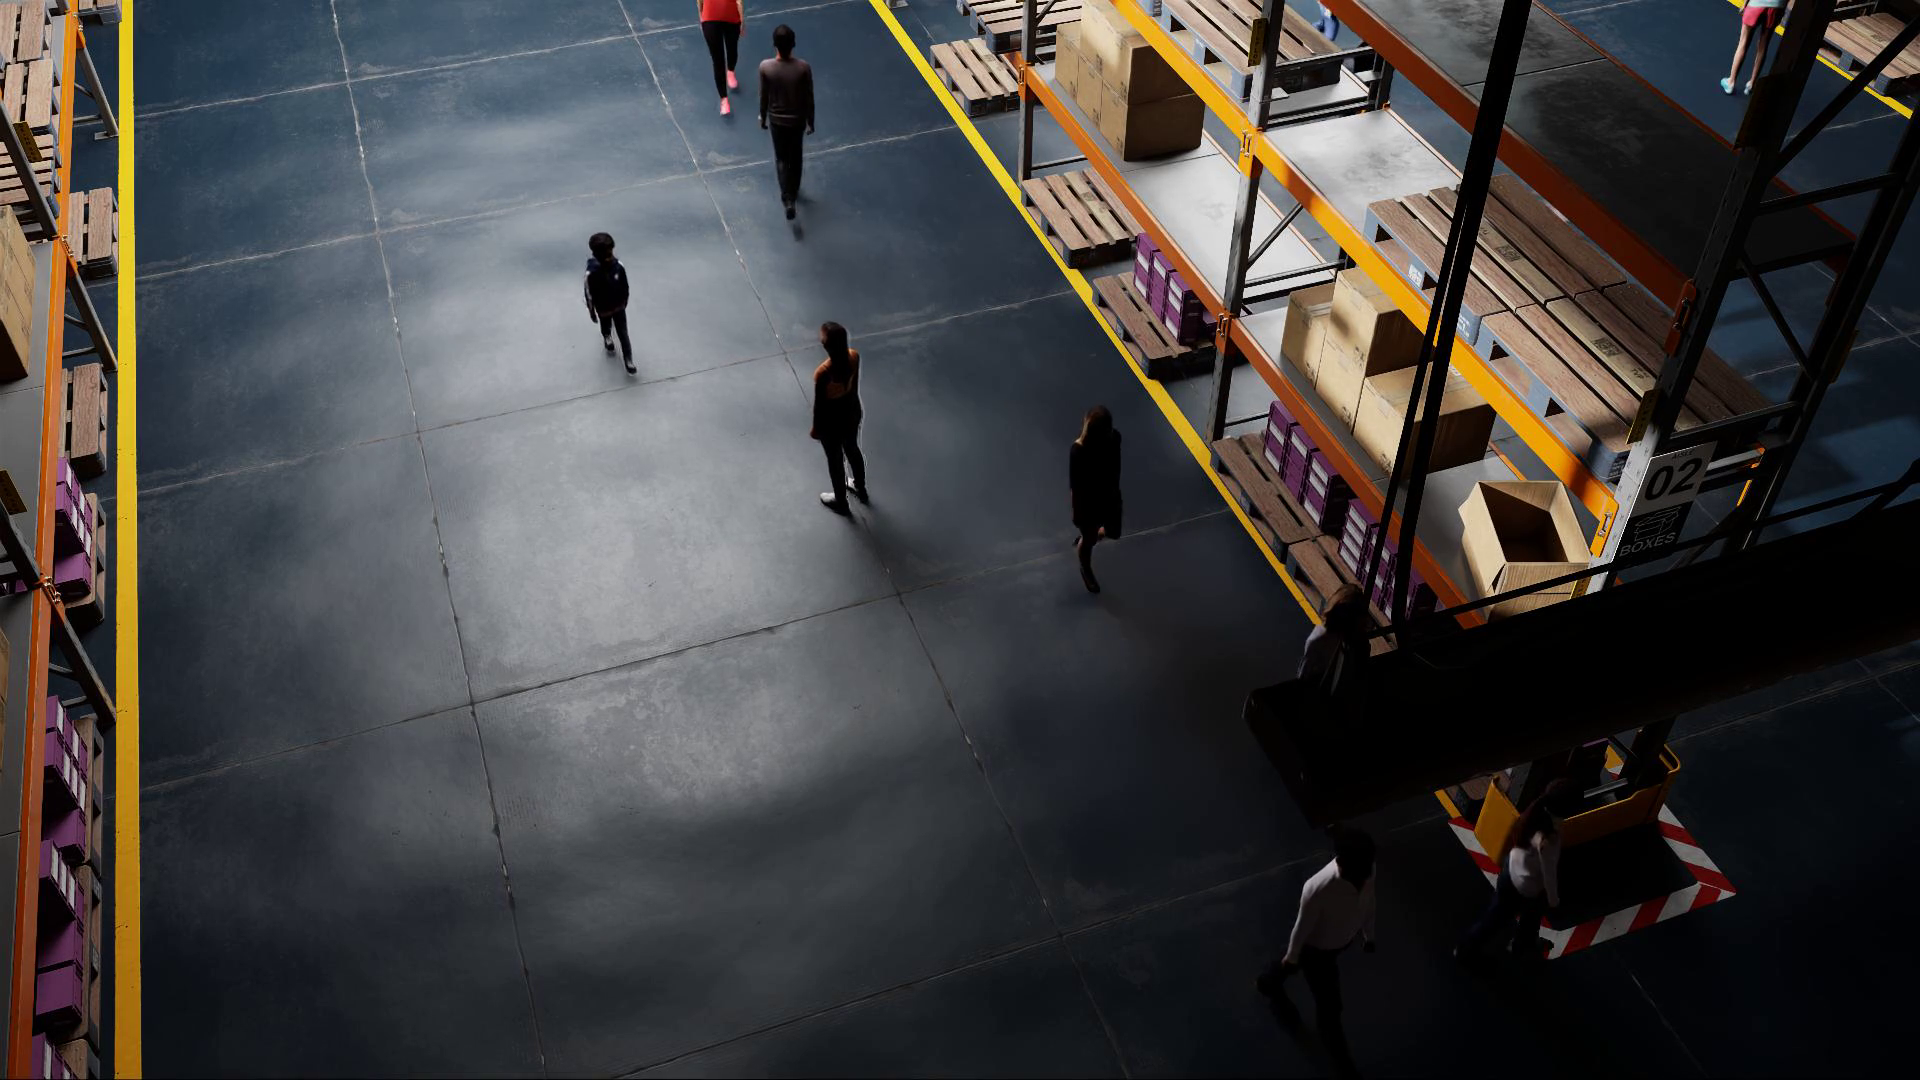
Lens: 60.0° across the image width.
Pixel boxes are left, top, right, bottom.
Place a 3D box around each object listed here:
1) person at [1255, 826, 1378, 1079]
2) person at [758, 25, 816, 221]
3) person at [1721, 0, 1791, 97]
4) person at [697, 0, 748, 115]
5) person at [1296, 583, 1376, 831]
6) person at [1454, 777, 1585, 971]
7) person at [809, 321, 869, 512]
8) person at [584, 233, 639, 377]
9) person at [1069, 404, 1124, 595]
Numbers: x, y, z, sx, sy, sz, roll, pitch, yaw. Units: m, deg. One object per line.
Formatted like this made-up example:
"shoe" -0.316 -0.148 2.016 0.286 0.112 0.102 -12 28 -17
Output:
"person" 1.865 2.040 8.758 0.882 1.824 1.259 -28 50 -26
"person" -1.547 -3.688 14.830 1.133 1.742 0.815 -14 45 -14
"person" 7.977 -5.273 16.478 0.688 1.764 0.712 8 44 9
"person" -2.348 -5.133 16.419 0.722 1.643 1.177 -9 44 -9
"person" 2.165 0.851 10.054 0.628 1.757 1.156 -16 46 -16
"person" 3.013 1.849 9.173 0.835 1.527 0.825 11 45 12
"person" -0.862 -0.881 11.967 0.664 1.628 0.657 32 52 29
"person" -2.848 -1.950 13.397 0.511 1.203 0.823 -15 46 -15
"person" 0.869 -0.316 11.349 0.648 1.662 0.701 -25 49 -24
